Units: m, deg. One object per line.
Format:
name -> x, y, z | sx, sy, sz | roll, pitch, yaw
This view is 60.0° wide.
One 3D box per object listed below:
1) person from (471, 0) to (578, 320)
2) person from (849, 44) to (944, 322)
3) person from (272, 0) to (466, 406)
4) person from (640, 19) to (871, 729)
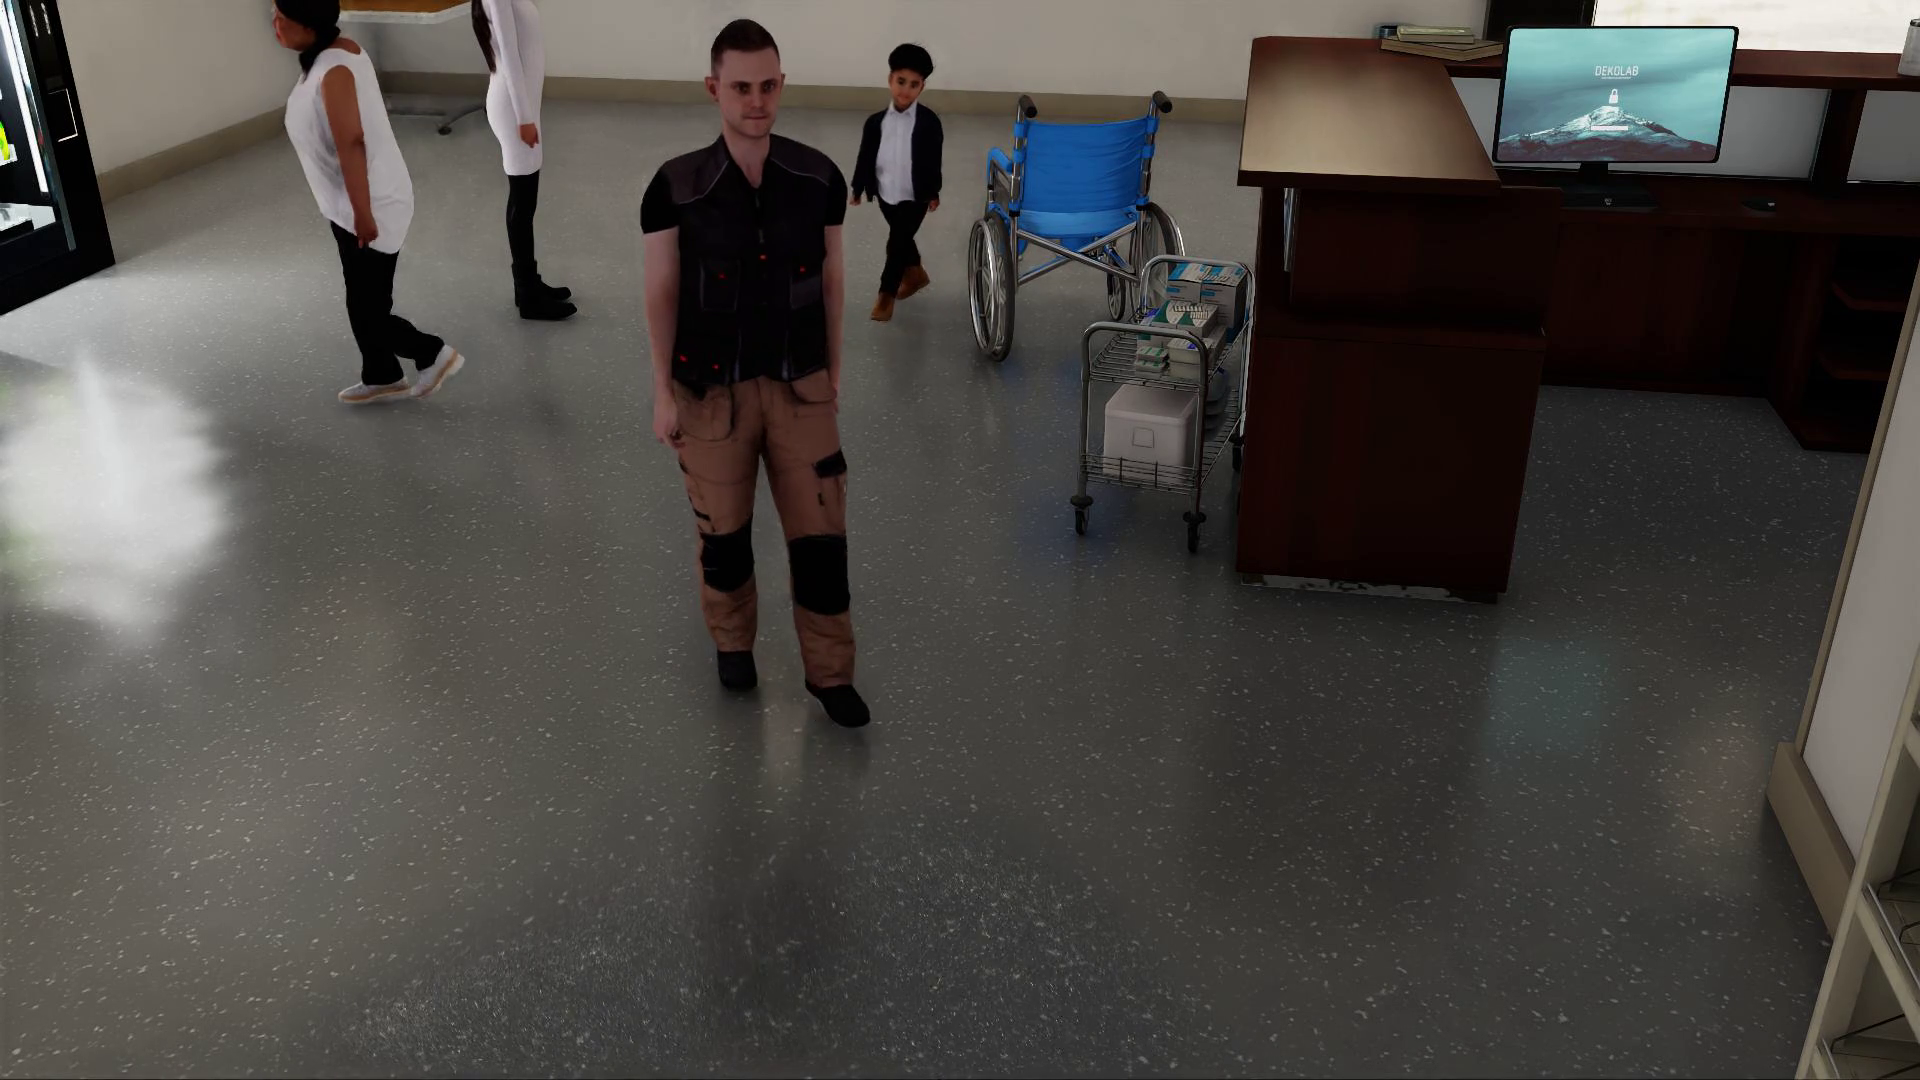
person -> -1.991, -1.901, 7.436 | 0.743, 1.809, 0.615 | -7, 27, -13
person -> -0.240, -1.610, 7.496 | 0.654, 1.193, 0.891 | 10, 28, 20
person -> -2.223, -1.287, 6.325 | 0.883, 1.668, 0.821 | -4, 26, -8
person -> -0.572, -0.440, 4.394 | 0.885, 1.819, 0.978 | -6, 26, -12
